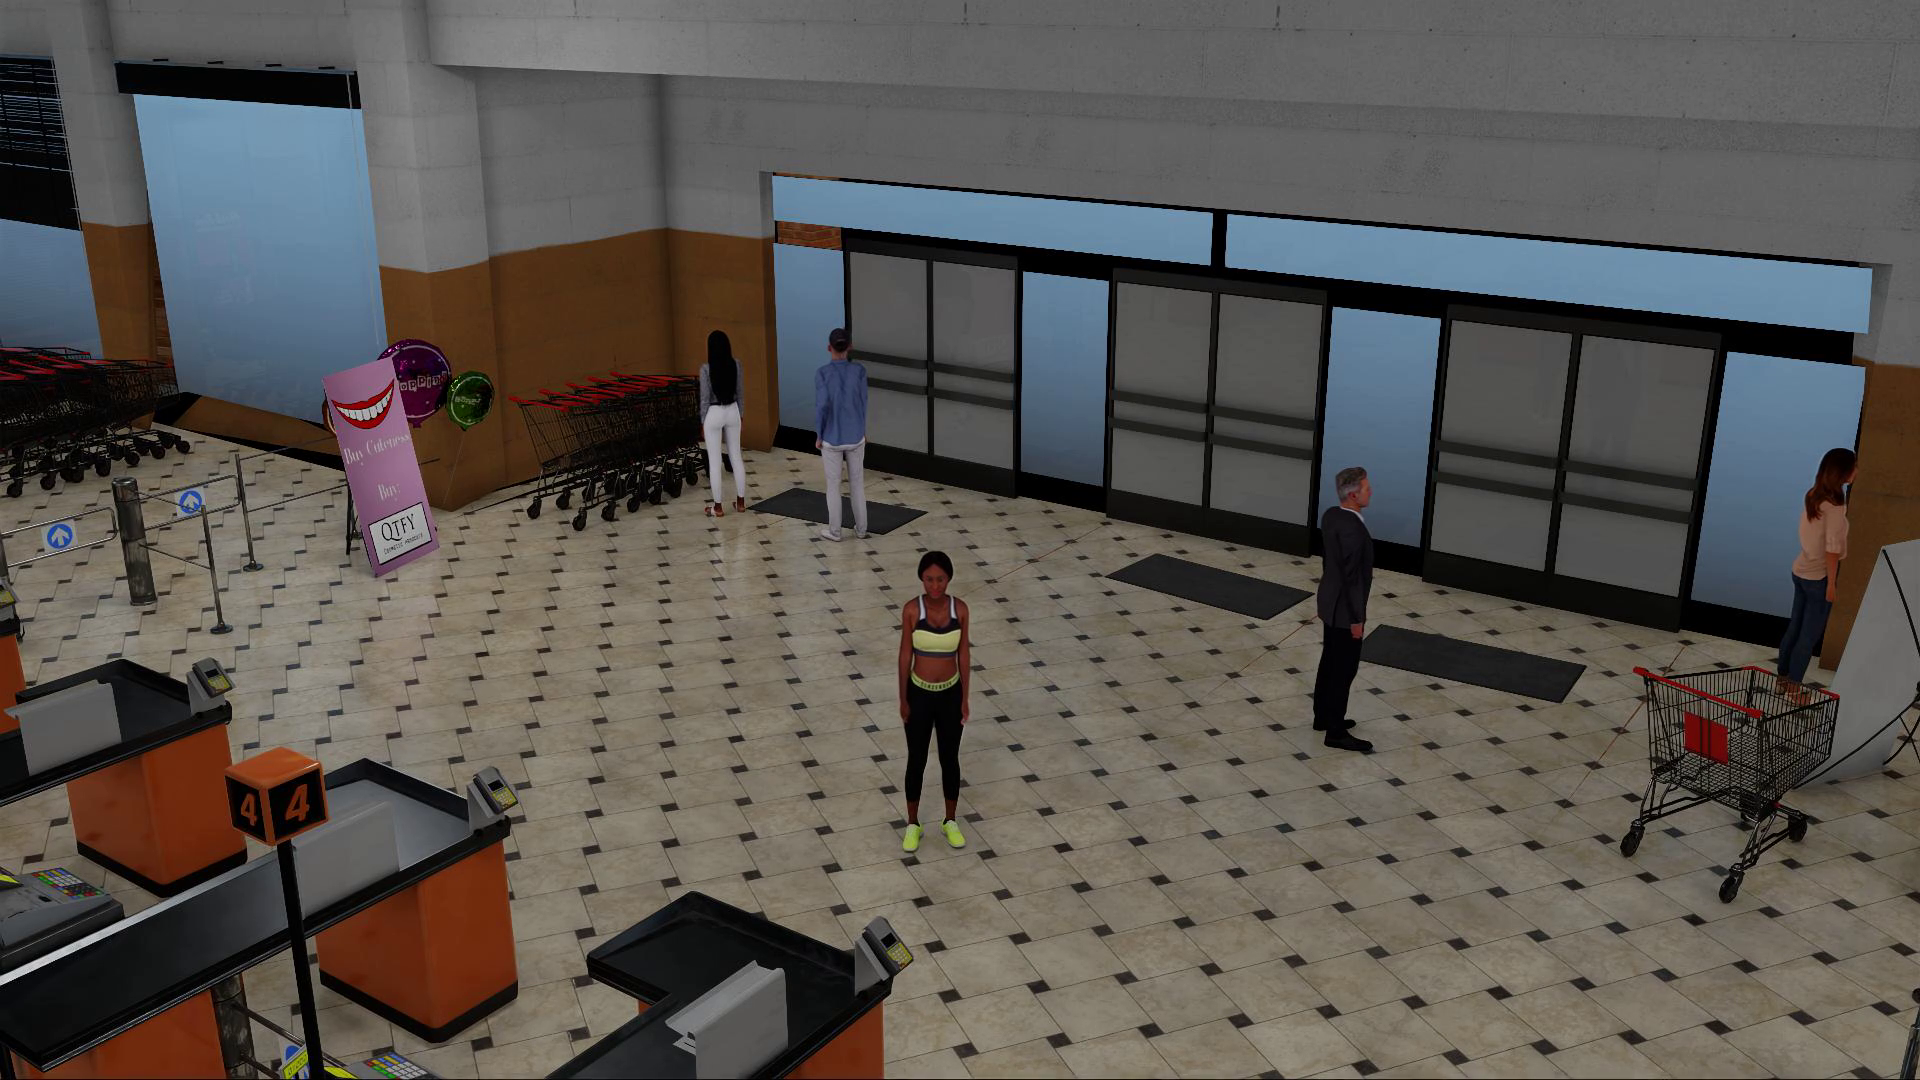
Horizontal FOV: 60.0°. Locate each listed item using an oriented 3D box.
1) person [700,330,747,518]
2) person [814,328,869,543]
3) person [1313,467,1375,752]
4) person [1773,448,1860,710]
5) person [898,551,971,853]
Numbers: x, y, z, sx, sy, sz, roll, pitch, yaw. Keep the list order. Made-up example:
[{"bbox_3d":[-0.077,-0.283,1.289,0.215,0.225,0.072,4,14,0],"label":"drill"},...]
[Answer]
[{"bbox_3d":[-2.169,-1.075,15.185,0.587,1.725,0.719,-12,22,-31],"label":"person"},{"bbox_3d":[-1.022,-0.913,14.449,0.704,1.887,0.806,-7,20,-21],"label":"person"},{"bbox_3d":[2.452,0.412,10.592,0.862,1.842,0.775,-1,19,-4],"label":"person"},{"bbox_3d":[5.745,0.242,11.177,0.737,1.791,0.621,2,19,5],"label":"person"},{"bbox_3d":[-0.146,0.889,9.314,0.638,1.755,0.694,-3,19,-8],"label":"person"}]
